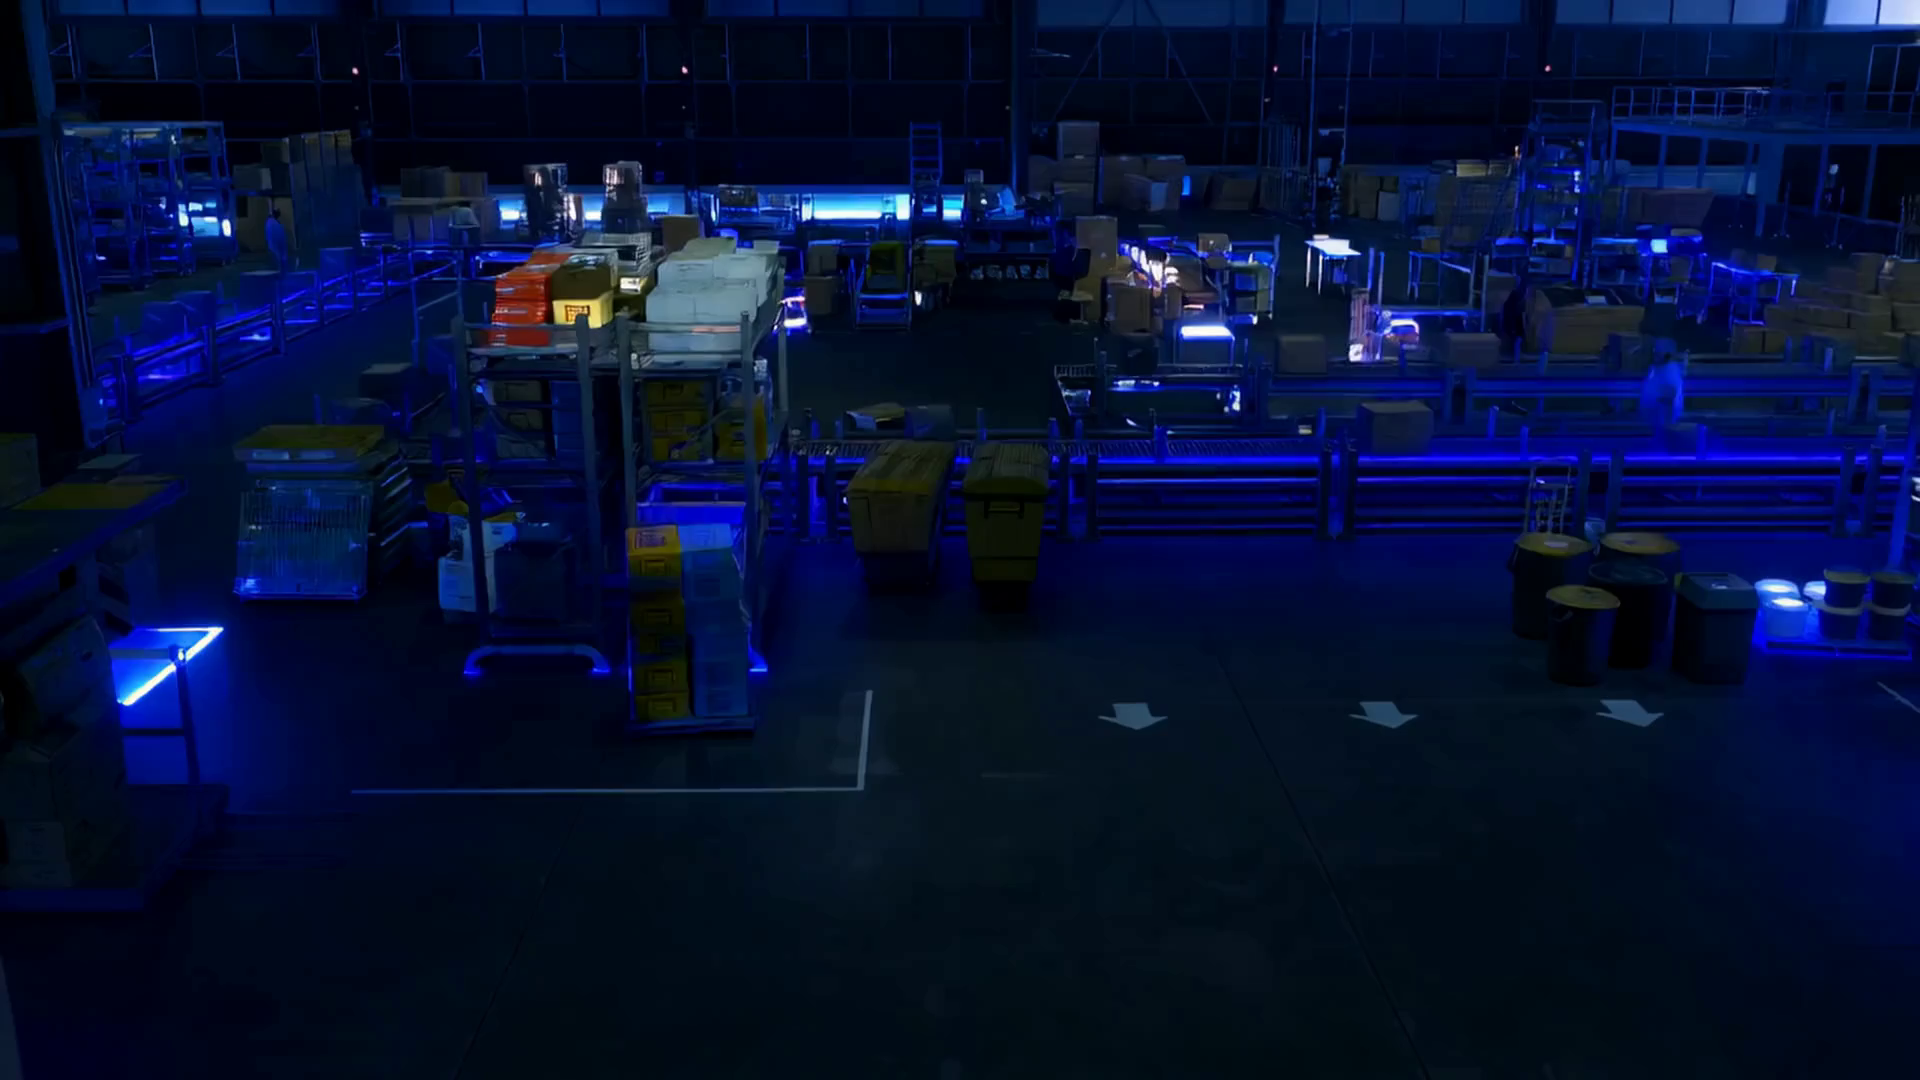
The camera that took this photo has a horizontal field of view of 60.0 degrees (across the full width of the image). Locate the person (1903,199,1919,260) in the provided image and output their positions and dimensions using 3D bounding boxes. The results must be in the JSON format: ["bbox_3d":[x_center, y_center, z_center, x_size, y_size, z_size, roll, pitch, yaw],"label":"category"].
[{"bbox_3d":[23.365,-7.461,40.527,0.638,2.023,0.447,6,17,21],"label":"person"}]

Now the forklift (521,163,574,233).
[{"bbox_3d":[-12.233,-10.122,49.298,1.157,1.987,2.680,0,16,-1],"label":"forklift"}]

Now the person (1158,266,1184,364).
[{"bbox_3d":[3.536,-3.703,27.933,0.527,1.768,0.331,-12,20,-36],"label":"person"}]

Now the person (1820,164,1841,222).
[{"bbox_3d":[28.364,-11.268,54.082,0.584,1.845,0.903,0,16,-1],"label":"person"}]

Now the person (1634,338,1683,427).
[{"bbox_3d":[8.734,-1.633,20.692,0.896,1.796,0.589,-1,16,-4],"label":"person"}]

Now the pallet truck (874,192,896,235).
[{"bbox_3d":[-2.277,-9.986,50.594,0.653,1.274,1.630,0,16,-1],"label":"pallet truck"}]

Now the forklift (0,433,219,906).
[{"bbox_3d":[-5.952,0.780,10.366,1.873,2.768,1.129,0,16,-1],"label":"forklift"}]

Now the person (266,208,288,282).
[{"bbox_3d":[-15.299,-6.501,37.413,0.403,1.904,0.651,-15,22,-42],"label":"person"}]

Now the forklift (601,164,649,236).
[{"bbox_3d":[-9.948,-10.127,49.296,1.157,1.987,2.680,-1,16,-3],"label":"forklift"}]

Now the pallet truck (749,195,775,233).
[{"bbox_3d":[-6.051,-9.967,50.660,0.680,1.201,1.601,0,16,-1],"label":"pallet truck"}]

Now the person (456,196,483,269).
[{"bbox_3d":[-12.400,-7.783,42.064,0.615,1.797,0.832,11,19,34],"label":"person"}]

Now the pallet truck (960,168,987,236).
[{"bbox_3d":[0.383,-10.230,50.206,0.823,1.965,1.885,-1,16,-3],"label":"pallet truck"}]

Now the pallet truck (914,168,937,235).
[{"bbox_3d":[-0.989,-10.316,50.507,0.823,1.965,1.885,1,16,3],"label":"pallet truck"}]

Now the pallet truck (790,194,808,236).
[{"bbox_3d":[-4.814,-9.883,50.259,0.704,1.261,1.522,-1,16,-3],"label":"pallet truck"}]

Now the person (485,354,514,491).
[{"bbox_3d":[-5.555,-1.442,20.204,0.320,1.692,0.531,1,16,5],"label":"person"}]
